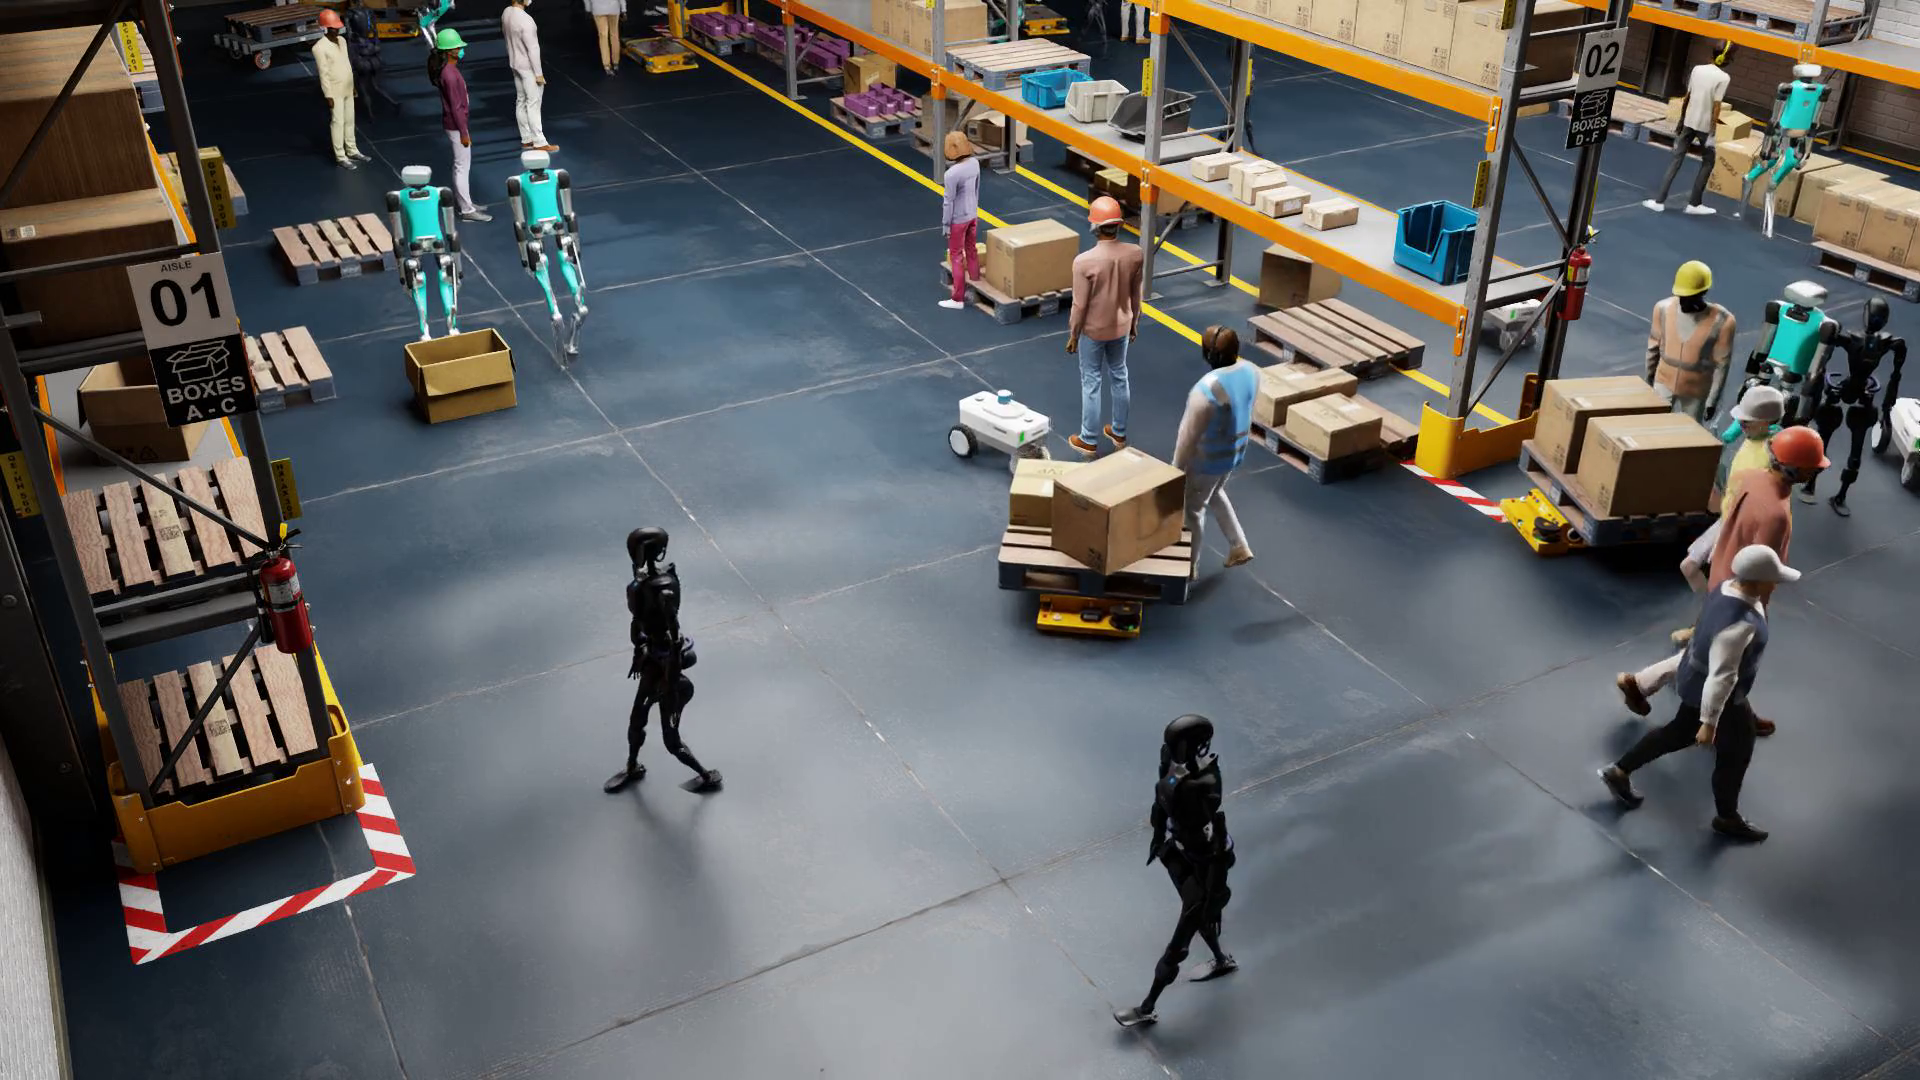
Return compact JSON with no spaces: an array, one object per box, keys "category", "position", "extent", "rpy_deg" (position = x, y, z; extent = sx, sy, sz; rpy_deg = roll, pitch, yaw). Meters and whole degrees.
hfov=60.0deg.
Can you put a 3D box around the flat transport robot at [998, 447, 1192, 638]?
[{"category":"flat transport robot","position":[0.920,0.185,11.088],"extent":[0.659,0.231,1.431],"rpy_deg":[5,30,8]}]

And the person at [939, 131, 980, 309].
[{"category":"person","position":[0.002,-2.899,15.093],"extent":[0.288,1.629,0.498],"rpy_deg":[19,35,30]}]

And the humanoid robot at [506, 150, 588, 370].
[{"category":"humanoid robot","position":[-3.384,-2.271,13.976],"extent":[0.531,1.885,0.789],"rpy_deg":[-14,33,-23]}]

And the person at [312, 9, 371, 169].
[{"category":"person","position":[-6.995,-5.100,18.797],"extent":[0.341,1.748,0.571],"rpy_deg":[6,31,11]}]

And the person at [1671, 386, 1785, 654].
[{"category":"person","position":[4.598,-0.064,9.929],"extent":[0.507,1.867,0.473],"rpy_deg":[5,30,9]}]

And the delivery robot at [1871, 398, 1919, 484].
[{"category":"delivery robot","position":[7.226,-0.781,12.494],"extent":[0.499,0.607,0.784],"rpy_deg":[6,30,11]}]

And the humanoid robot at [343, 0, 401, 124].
[{"category":"humanoid robot","position":[-7.212,-5.905,20.285],"extent":[0.479,1.645,0.605],"rpy_deg":[12,32,20]}]

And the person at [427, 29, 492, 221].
[{"category":"person","position":[-5.188,-4.275,17.164],"extent":[0.418,1.952,0.488],"rpy_deg":[-10,31,-16]}]

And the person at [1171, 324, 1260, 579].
[{"category":"person","position":[1.627,-0.545,10.795],"extent":[0.549,1.824,0.639],"rpy_deg":[23,37,34]}]

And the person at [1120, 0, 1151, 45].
[{"category":"person","position":[2.542,-8.119,23.913],"extent":[0.584,1.894,0.374],"rpy_deg":[22,36,33]}]

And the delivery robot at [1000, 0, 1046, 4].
[{"category":"delivery robot","position":[1.012,-8.850,26.543],"extent":[0.812,0.609,0.499],"rpy_deg":[-9,31,-15]}]

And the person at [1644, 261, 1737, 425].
[{"category":"person","position":[5.106,-1.102,11.741],"extent":[0.593,1.876,0.681],"rpy_deg":[24,38,36]}]

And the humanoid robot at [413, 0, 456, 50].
[{"category":"humanoid robot","position":[-7.264,-7.410,22.861],"extent":[0.802,1.791,0.535],"rpy_deg":[9,31,16]}]

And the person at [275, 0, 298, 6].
[{"category":"person","position":[-10.095,-8.617,24.838],"extent":[0.431,1.838,0.622],"rpy_deg":[11,32,19]}]

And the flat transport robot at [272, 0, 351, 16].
[{"category":"flat transport robot","position":[-9.973,-8.390,26.014],"extent":[1.431,0.231,0.659],"rpy_deg":[10,31,17]}]

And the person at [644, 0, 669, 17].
[{"category":"person","position":[-4.627,-8.895,25.332],"extent":[0.575,1.818,0.664],"rpy_deg":[-9,31,-15]}]

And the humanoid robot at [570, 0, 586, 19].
[{"category":"humanoid robot","position":[-5.857,-8.862,25.438],"extent":[0.613,1.642,0.486],"rpy_deg":[-7,31,-12]}]

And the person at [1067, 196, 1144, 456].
[{"category":"person","position":[1.070,-1.596,12.460],"extent":[0.621,1.990,0.395],"rpy_deg":[-15,33,-25]}]

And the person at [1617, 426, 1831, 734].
[{"category":"person","position":[4.296,0.235,9.303],"extent":[0.849,1.963,0.629],"rpy_deg":[8,31,14]}]

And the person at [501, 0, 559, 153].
[{"category":"person","position":[-4.998,-5.443,19.212],"extent":[0.371,1.939,0.629],"rpy_deg":[-23,37,-35]}]

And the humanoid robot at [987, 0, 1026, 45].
[{"category":"humanoid robot","position":[0.625,-7.053,22.251],"extent":[1.071,1.741,0.579],"rpy_deg":[7,31,11]}]

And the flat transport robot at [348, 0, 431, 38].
[{"category":"flat transport robot","position":[-8.397,-7.779,24.952],"extent":[0.659,0.231,1.431],"rpy_deg":[-4,30,-6]}]

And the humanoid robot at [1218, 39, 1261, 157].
[{"category":"humanoid robot","position":[3.165,-5.180,19.038],"extent":[0.699,1.622,0.584],"rpy_deg":[11,32,18]}]

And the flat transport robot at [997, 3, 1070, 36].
[{"category":"flat transport robot","position":[1.093,-7.849,25.073],"extent":[0.659,0.231,1.431],"rpy_deg":[-9,31,-15]}]

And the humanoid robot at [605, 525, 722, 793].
[{"category":"humanoid robot","position":[-1.614,0.687,8.836],"extent":[0.565,1.651,0.595],"rpy_deg":[-18,34,-28]}]

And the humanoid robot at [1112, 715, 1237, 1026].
[{"category":"humanoid robot","position":[1.009,1.456,7.496],"extent":[0.760,1.619,0.610],"rpy_deg":[-12,32,-21]}]

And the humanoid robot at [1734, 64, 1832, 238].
[{"category":"humanoid robot","position":[8.334,-4.002,16.983],"extent":[0.549,1.795,0.953],"rpy_deg":[-1,30,-2]}]

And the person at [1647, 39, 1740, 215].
[{"category":"person","position":[7.678,-4.303,17.343],"extent":[0.493,1.832,0.647],"rpy_deg":[-17,34,-27]}]

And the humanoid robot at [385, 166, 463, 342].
[{"category":"humanoid robot","position":[-4.311,-2.068,13.641],"extent":[0.535,1.870,0.757],"rpy_deg":[-10,31,-17]}]

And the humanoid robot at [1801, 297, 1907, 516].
[{"category":"humanoid robot","position":[6.254,-0.964,11.684],"extent":[0.589,1.634,0.440],"rpy_deg":[6,30,11]}]

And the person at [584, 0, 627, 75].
[{"category":"person","position":[-4.782,-7.173,22.444],"extent":[0.560,1.710,0.735],"rpy_deg":[-8,31,-13]}]

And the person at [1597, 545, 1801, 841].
[{"category":"person","position":[3.888,0.760,8.622],"extent":[0.848,1.727,0.762],"rpy_deg":[9,31,16]}]

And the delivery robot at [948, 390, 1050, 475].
[{"category":"delivery robot","position":[0.315,-0.842,12.608],"extent":[0.499,0.614,0.817],"rpy_deg":[-26,39,-38]}]

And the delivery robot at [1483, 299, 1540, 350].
[{"category":"delivery robot","position":[4.783,-2.045,14.697],"extent":[0.499,0.609,0.812],"rpy_deg":[-10,31,-17]}]

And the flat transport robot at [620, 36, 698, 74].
[{"category":"flat transport robot","position":[-4.213,-6.775,23.203],"extent":[0.659,0.231,1.431],"rpy_deg":[-15,33,-24]}]

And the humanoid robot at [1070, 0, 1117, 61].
[{"category":"humanoid robot","position":[1.836,-7.470,23.075],"extent":[0.777,1.620,0.608],"rpy_deg":[10,31,17]}]

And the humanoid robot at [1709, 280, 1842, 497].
[{"category":"humanoid robot","position":[5.481,-0.867,11.478],"extent":[0.785,1.801,0.530],"rpy_deg":[-16,34,-26]}]

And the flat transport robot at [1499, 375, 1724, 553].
[{"category":"flat transport robot","position":[4.627,-0.182,11.726],"extent":[1.431,0.231,0.659],"rpy_deg":[-4,30,-6]}]
